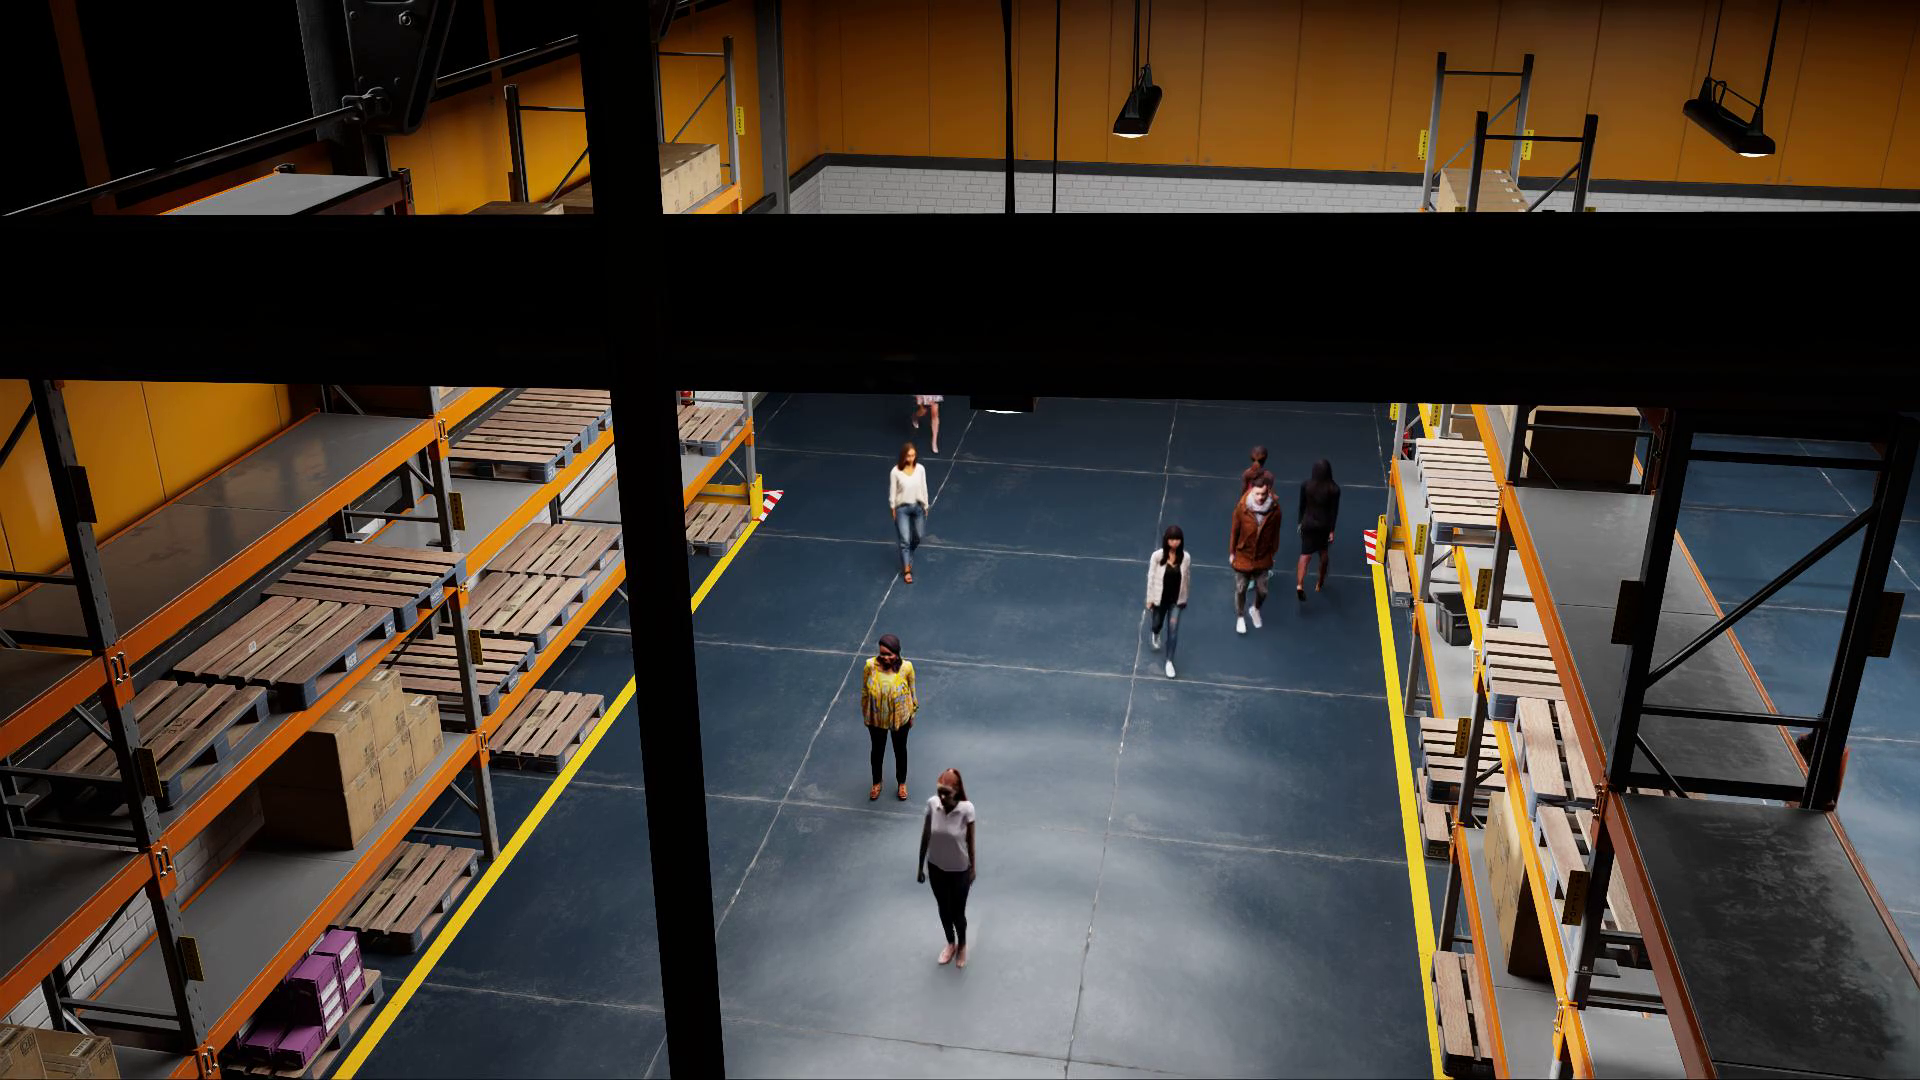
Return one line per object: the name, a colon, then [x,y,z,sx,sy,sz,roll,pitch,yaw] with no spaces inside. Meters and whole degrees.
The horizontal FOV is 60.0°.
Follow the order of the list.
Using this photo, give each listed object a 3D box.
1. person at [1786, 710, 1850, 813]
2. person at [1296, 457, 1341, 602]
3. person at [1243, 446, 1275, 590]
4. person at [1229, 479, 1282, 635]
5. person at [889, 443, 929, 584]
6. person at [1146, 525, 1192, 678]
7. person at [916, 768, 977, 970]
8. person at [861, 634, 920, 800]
person: [7.073,2.199,13.860,0.710,1.639,1.094,9,25,19]
person: [4.059,-0.088,19.023,0.727,1.693,1.129,8,25,19]
person: [3.412,-0.235,19.354,0.719,1.698,0.817,15,28,31]
person: [3.204,0.149,18.321,0.751,1.822,0.741,0,24,1]
person: [-0.611,-0.376,19.707,0.817,1.674,0.929,-7,24,-15]
person: [2.181,0.584,17.575,0.710,1.622,1.009,0,24,0]
person: [-0.053,2.521,13.014,0.626,1.726,0.633,9,25,20]
person: [-0.647,1.606,15.196,0.753,1.655,0.787,1,24,1]
